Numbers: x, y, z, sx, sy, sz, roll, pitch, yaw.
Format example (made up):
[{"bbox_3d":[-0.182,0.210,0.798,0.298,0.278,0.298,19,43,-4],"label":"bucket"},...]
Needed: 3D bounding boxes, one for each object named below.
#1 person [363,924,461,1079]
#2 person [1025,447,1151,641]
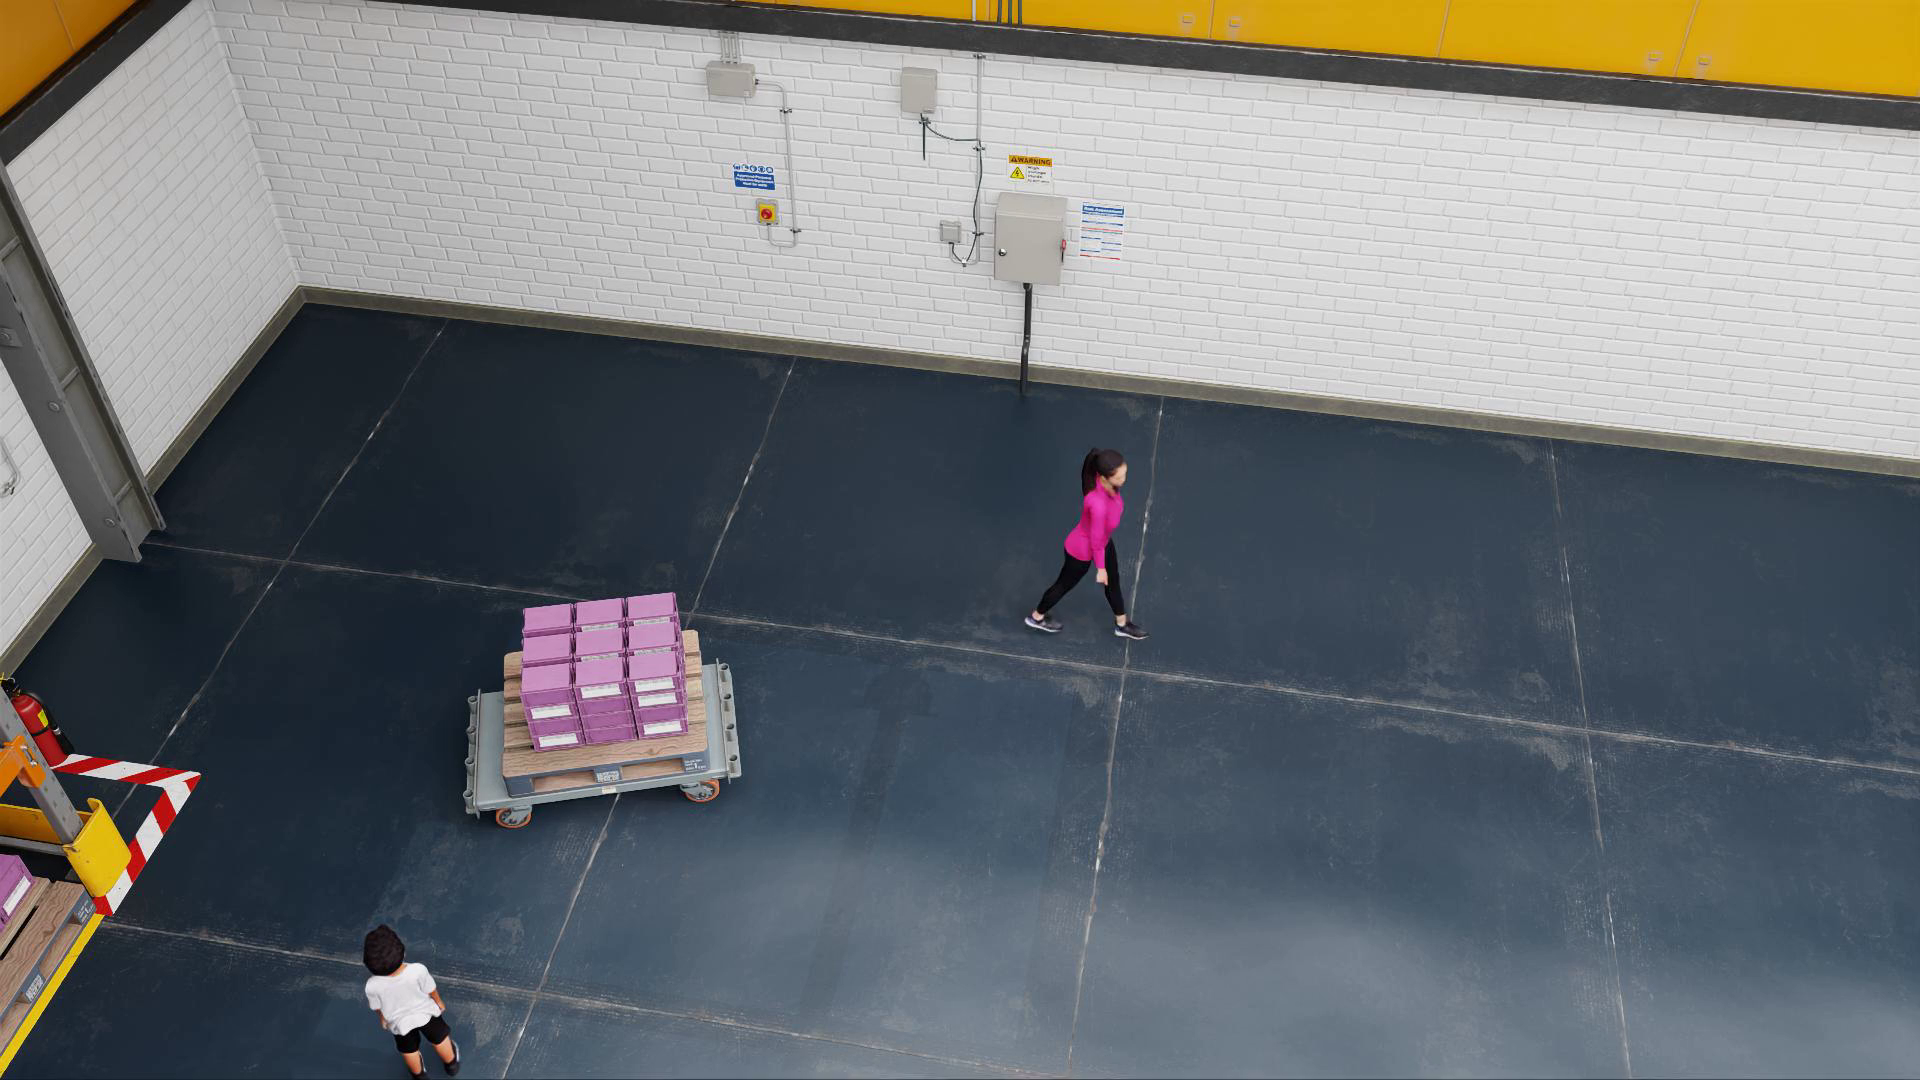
[{"bbox_3d":[-2.834,2.418,8.571,0.564,1.256,0.603,-14,45,-14],"label":"person"},{"bbox_3d":[0.746,0.028,10.791,0.744,1.655,1.037,8,44,9],"label":"person"}]
